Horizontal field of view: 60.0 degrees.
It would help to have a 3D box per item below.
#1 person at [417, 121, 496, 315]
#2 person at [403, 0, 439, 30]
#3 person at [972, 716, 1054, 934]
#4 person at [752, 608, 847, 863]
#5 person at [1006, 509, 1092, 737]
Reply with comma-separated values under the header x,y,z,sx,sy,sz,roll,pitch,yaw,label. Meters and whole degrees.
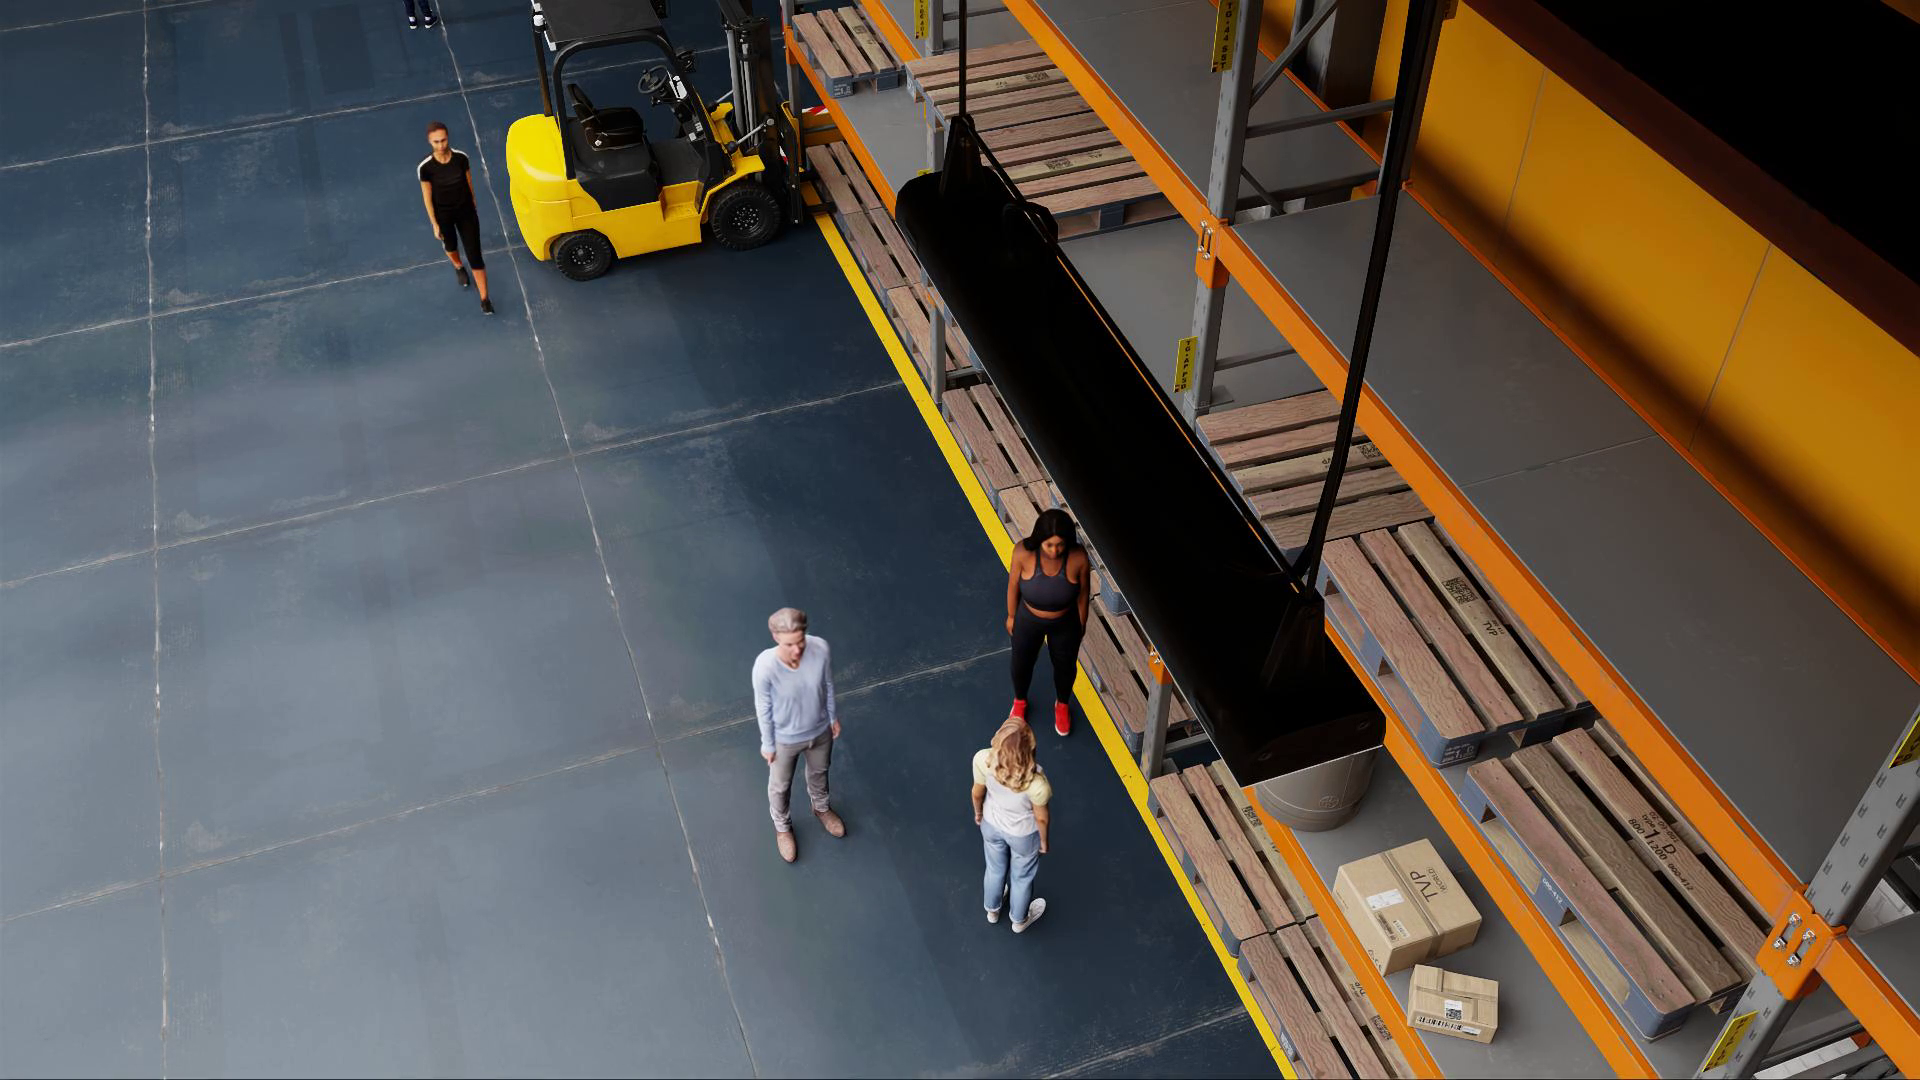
x,y,z,sx,sy,sz,roll,pitch,yaw,label
-4.196,-2.714,13.688,0.644,1.625,1.118,-18,46,-18,person
-5.764,-5.972,17.375,0.552,1.256,0.544,-2,44,-2,person
0.285,1.572,9.118,0.698,1.723,0.767,20,47,19,person
-0.933,1.074,9.517,0.692,1.894,0.639,-22,48,-22,person
0.535,0.479,10.199,0.759,1.815,0.765,4,44,4,person
